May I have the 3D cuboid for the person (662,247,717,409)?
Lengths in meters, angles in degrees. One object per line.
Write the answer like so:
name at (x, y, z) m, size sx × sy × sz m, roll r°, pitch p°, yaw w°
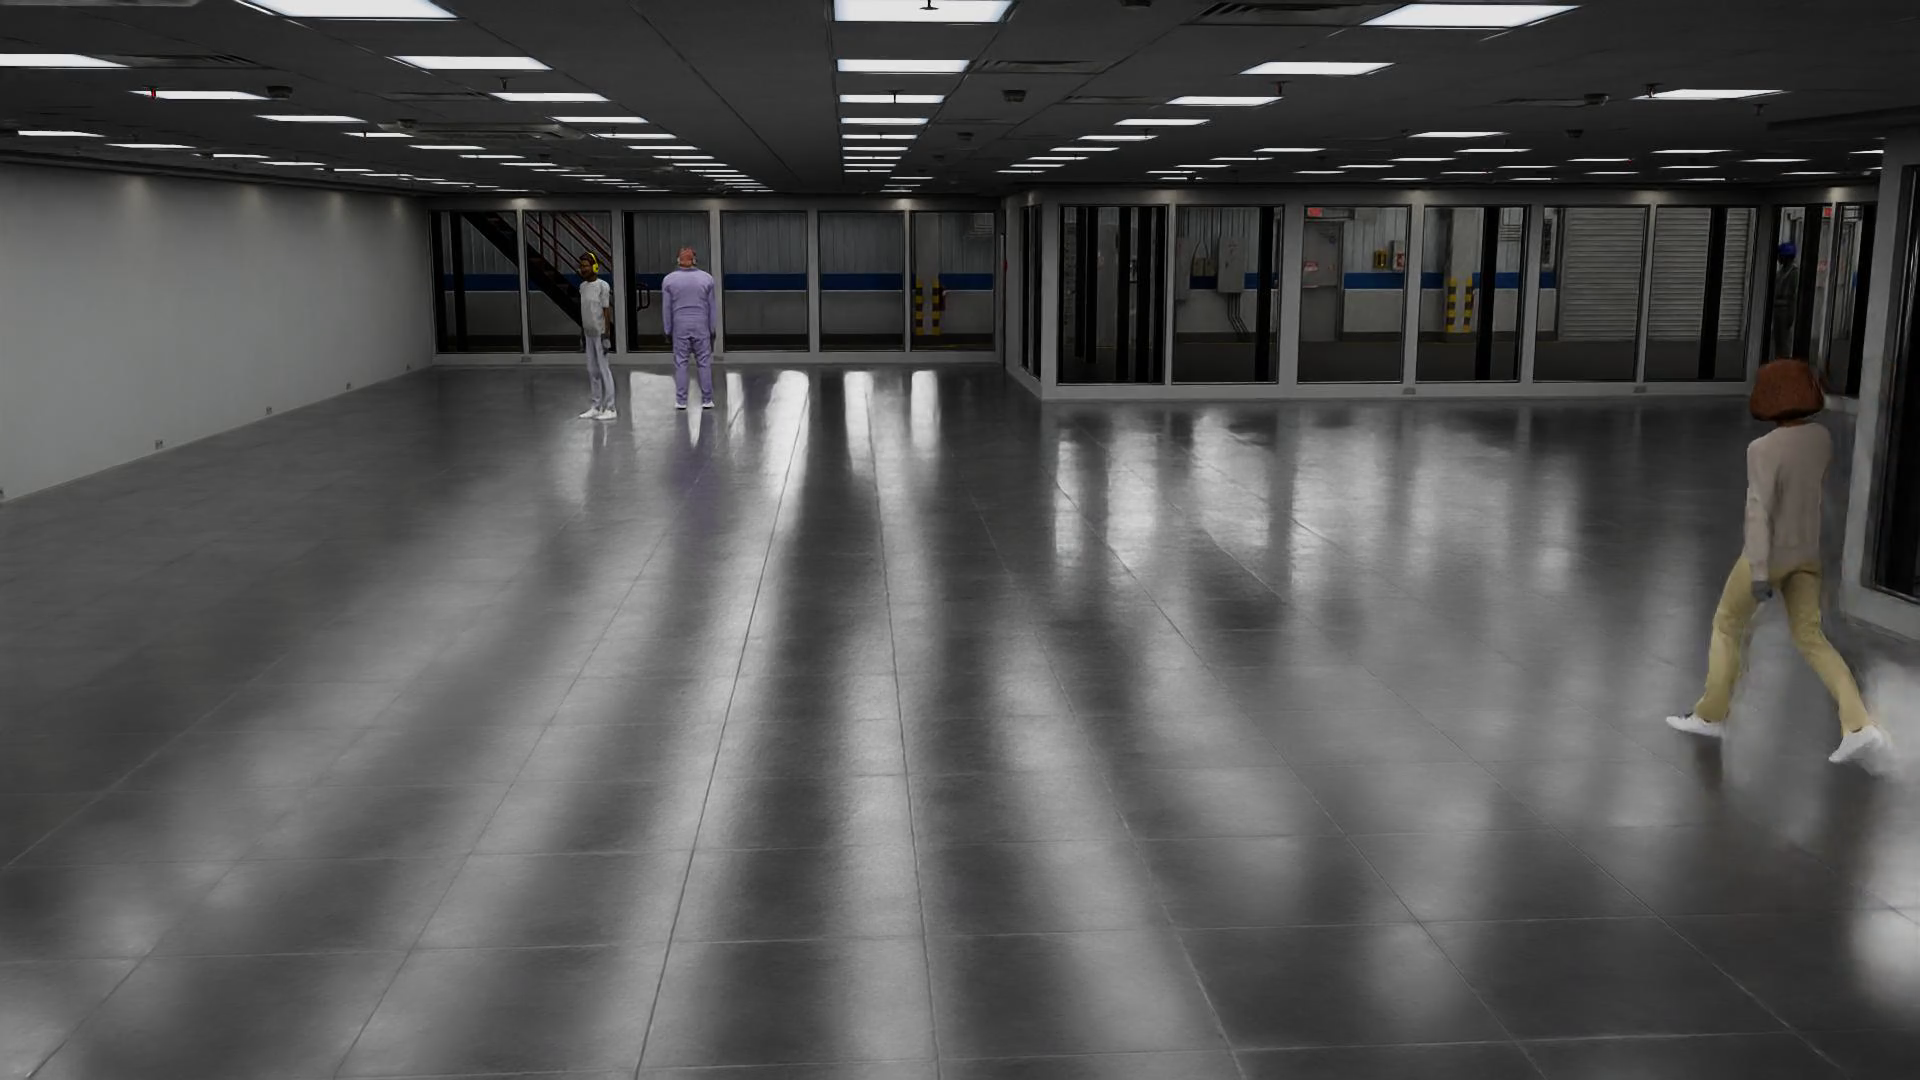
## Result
person at (-3.180, -2.486, 19.614) m, size 0.636 × 1.902 × 0.405 m, roll -2°, pitch 11°, yaw -11°

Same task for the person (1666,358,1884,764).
person at (3.304, 0.075, 6.614) m, size 0.498 × 1.598 × 0.817 m, roll -5°, pitch 12°, yaw -26°

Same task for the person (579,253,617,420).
person at (-4.074, -2.269, 18.573) m, size 0.506 × 1.861 × 0.328 m, roll 9°, pitch 14°, yaw 39°
